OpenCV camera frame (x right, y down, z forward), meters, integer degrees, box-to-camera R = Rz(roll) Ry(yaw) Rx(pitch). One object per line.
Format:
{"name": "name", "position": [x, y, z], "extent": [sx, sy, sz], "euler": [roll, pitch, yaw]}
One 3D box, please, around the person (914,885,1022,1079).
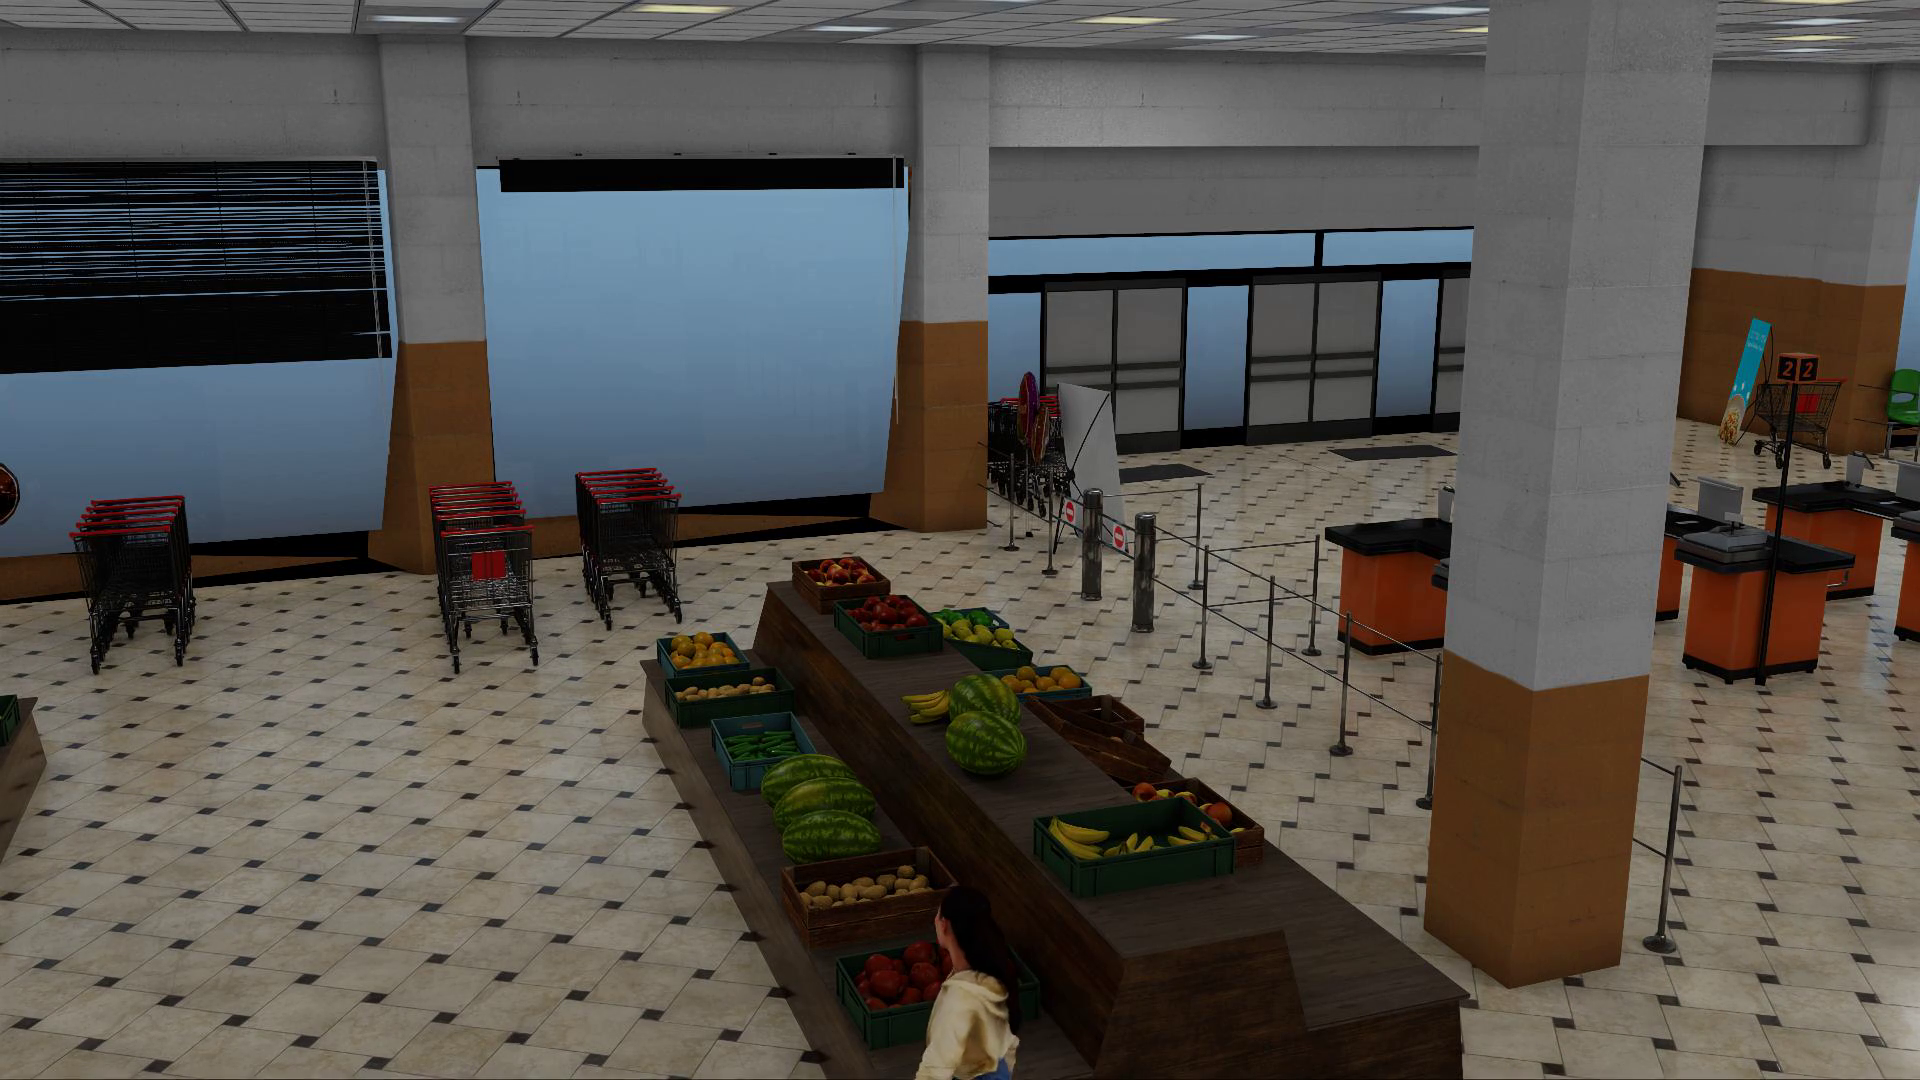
{"name": "person", "position": [0.139, 2.011, 5.749], "extent": [1.055, 1.581, 1.123], "euler": [2, 14, 9]}
